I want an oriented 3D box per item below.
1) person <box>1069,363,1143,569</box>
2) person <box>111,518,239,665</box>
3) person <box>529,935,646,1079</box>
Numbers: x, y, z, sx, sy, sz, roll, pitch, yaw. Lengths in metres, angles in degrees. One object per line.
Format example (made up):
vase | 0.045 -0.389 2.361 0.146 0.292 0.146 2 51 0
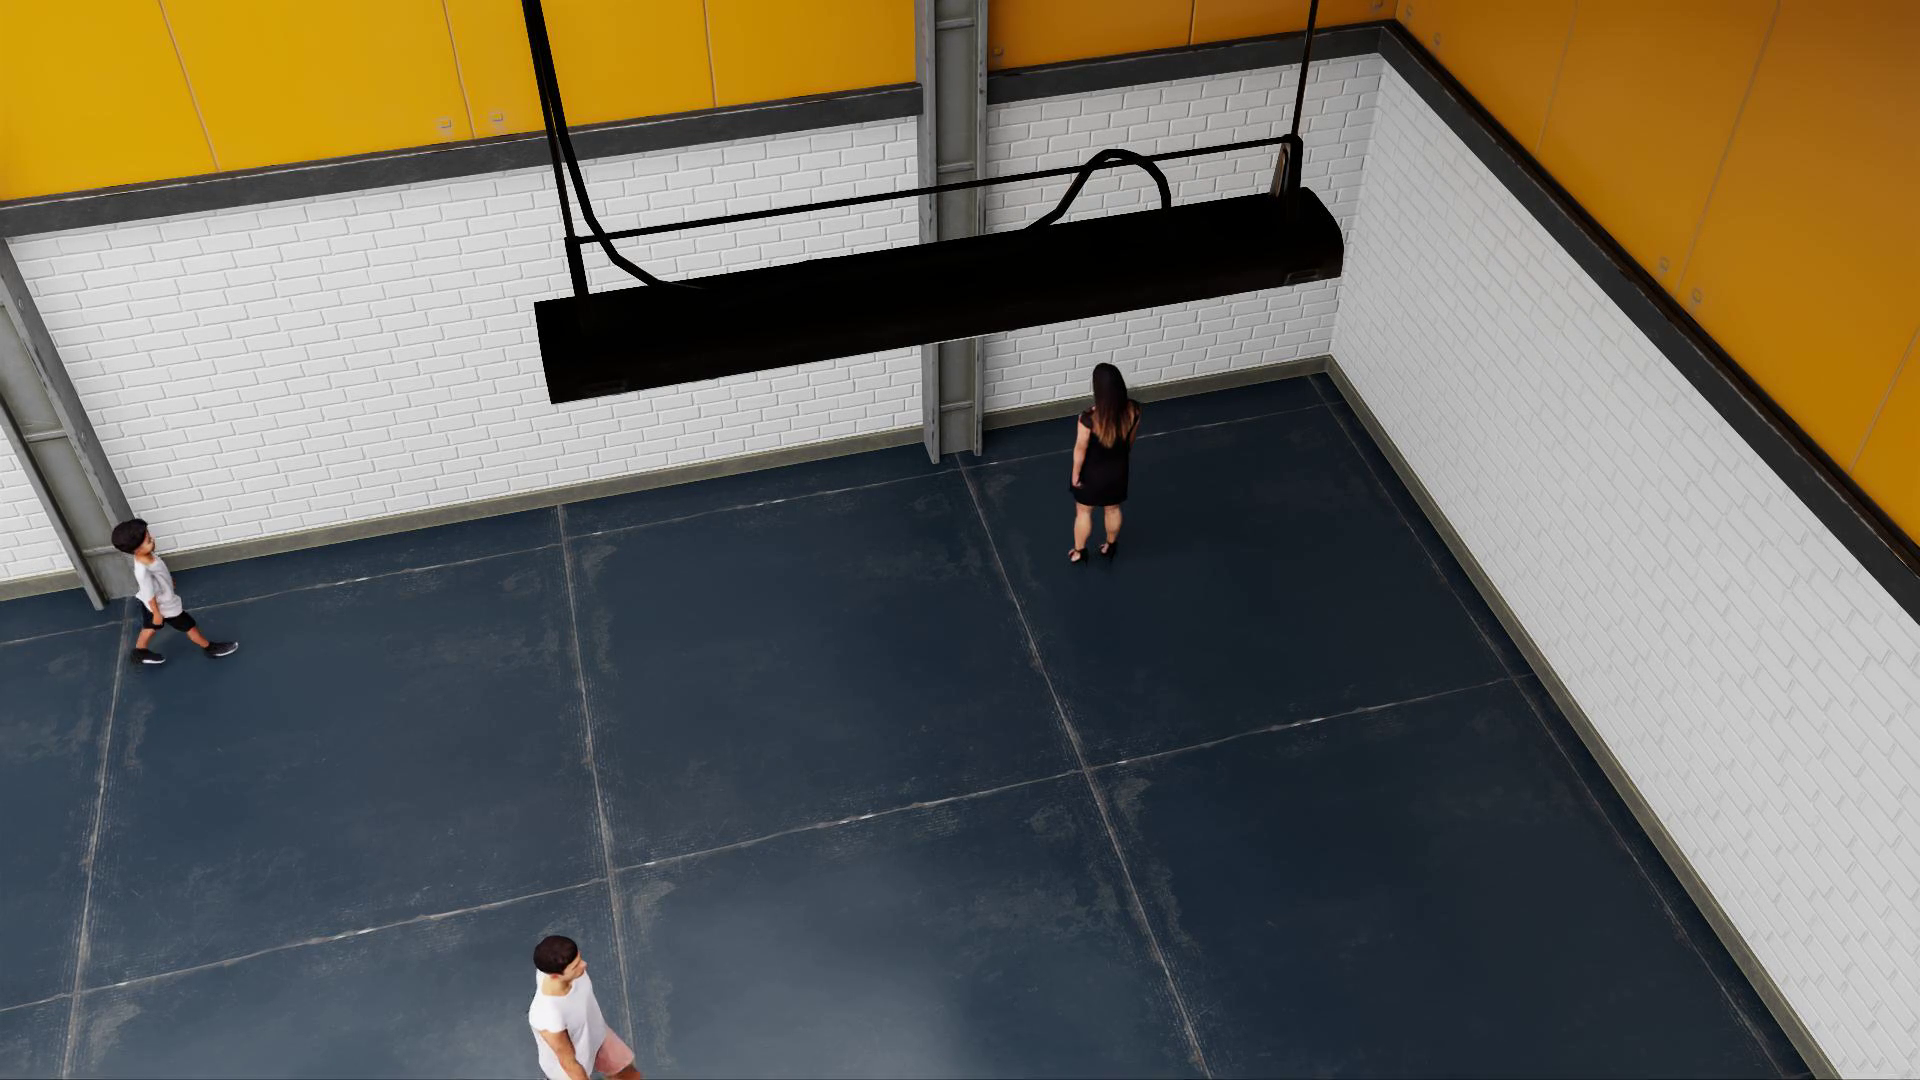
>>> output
person | 0.999 -0.462 11.306 0.588 1.711 0.765 -17 46 -17
person | -5.260 0.379 10.763 0.912 1.242 0.561 -17 46 -17
person | -1.985 2.487 8.185 1.127 1.747 0.870 1 44 1
